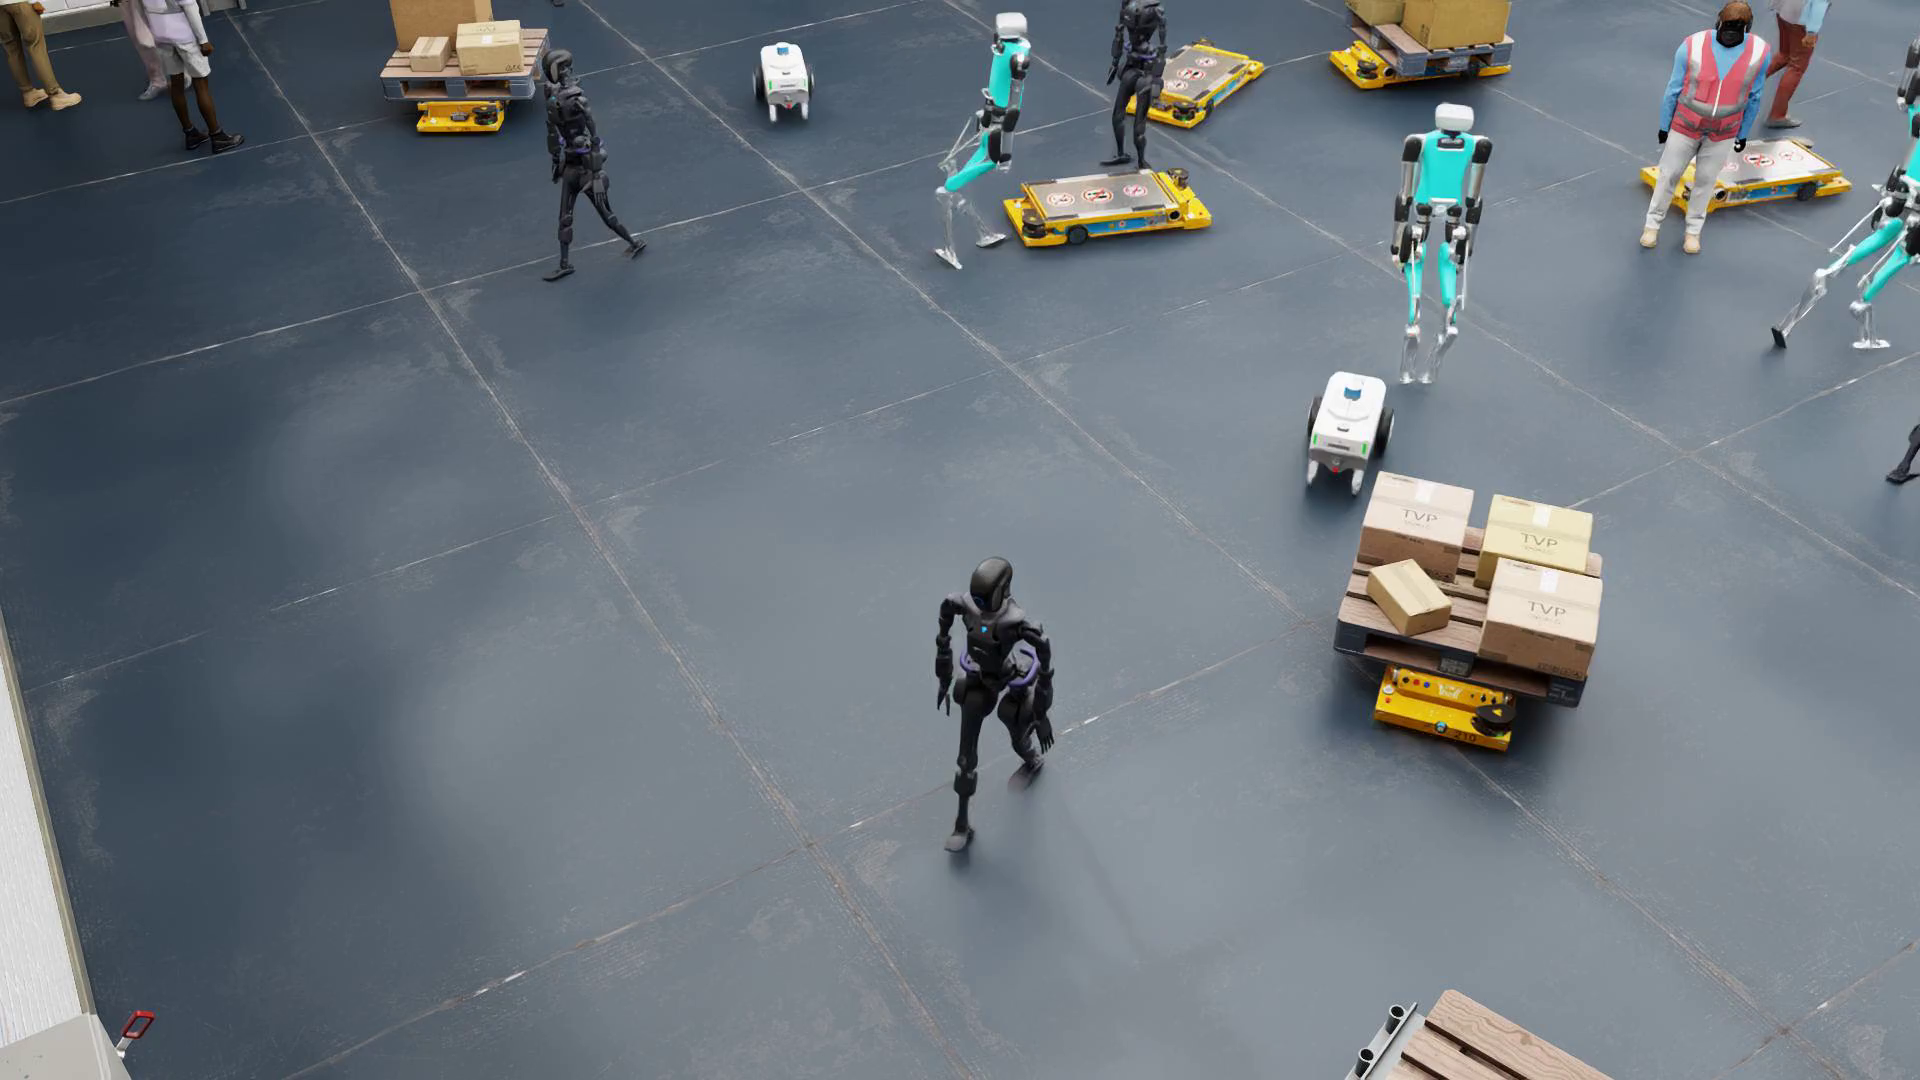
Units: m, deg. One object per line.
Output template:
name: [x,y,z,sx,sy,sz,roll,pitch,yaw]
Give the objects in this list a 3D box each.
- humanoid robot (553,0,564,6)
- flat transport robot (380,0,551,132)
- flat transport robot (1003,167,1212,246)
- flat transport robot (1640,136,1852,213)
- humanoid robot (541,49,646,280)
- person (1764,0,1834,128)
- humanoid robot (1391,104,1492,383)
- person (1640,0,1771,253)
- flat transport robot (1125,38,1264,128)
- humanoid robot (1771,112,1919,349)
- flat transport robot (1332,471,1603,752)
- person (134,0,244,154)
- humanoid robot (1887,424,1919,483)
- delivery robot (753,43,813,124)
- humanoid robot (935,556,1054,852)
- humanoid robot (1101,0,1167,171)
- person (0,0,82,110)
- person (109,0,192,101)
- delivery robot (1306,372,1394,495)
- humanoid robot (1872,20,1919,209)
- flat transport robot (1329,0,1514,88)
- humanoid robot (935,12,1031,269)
humanoid robot: [-3.737,-5.884,15.572,0.599,1.657,0.315,-26,45,-29]
flat transport robot: [-4.135,-3.843,14.141,0.659,0.231,1.431,-1,38,-1]
flat transport robot: [1.097,-2.488,12.431,1.431,0.231,0.659,-9,39,-11]
flat transport robot: [6.081,-2.822,12.852,1.431,0.231,0.659,-10,39,-12]
humanoid robot: [-2.611,-2.591,11.479,0.605,1.633,0.792,31,48,33]
person: [6.687,-4.196,13.307,0.539,1.857,0.567,-3,39,-4]
humanoid robot: [2.951,-1.724,10.300,0.531,1.782,0.769,2,38,2]
person: [5.231,-2.894,11.690,0.628,1.838,0.431,10,40,13]
flat transport robot: [2.001,-3.916,14.234,0.659,0.231,1.431,22,43,26]
humanoid robot: [5.758,-1.952,10.598,0.948,1.775,0.551,-8,39,-9]
flat transport robot: [2.613,0.490,8.673,0.659,0.231,1.431,13,40,16]
person: [-6.095,-3.960,12.947,0.543,1.938,0.351,11,40,14]
humanoid robot: [5.890,-1.057,9.511,0.732,1.632,0.601,-16,41,-19]
delivery robot: [-1.470,-3.874,13.935,0.499,0.576,0.768,-6,39,-8]
humanoid robot: [0.162,0.660,7.370,0.589,1.616,0.788,16,41,19]
humanoid robot: [1.365,-3.567,12.658,0.331,1.659,0.602,-22,43,-25]
person: [-7.778,-4.394,13.629,0.522,1.767,0.372,12,40,15]
person: [-6.844,-4.548,13.772,0.566,1.828,0.440,20,42,23]
delivery robot: [2.304,-0.675,9.906,0.499,0.586,0.765,13,40,15]
humanoid robot: [7.164,-3.194,12.145,0.532,1.786,0.763,7,39,9]
flat transport robot: [4.059,-4.252,14.657,1.431,0.231,0.659,-9,39,-11]
humanoid robot: [0.041,-2.767,11.602,0.868,1.769,0.534,-9,39,-11]
